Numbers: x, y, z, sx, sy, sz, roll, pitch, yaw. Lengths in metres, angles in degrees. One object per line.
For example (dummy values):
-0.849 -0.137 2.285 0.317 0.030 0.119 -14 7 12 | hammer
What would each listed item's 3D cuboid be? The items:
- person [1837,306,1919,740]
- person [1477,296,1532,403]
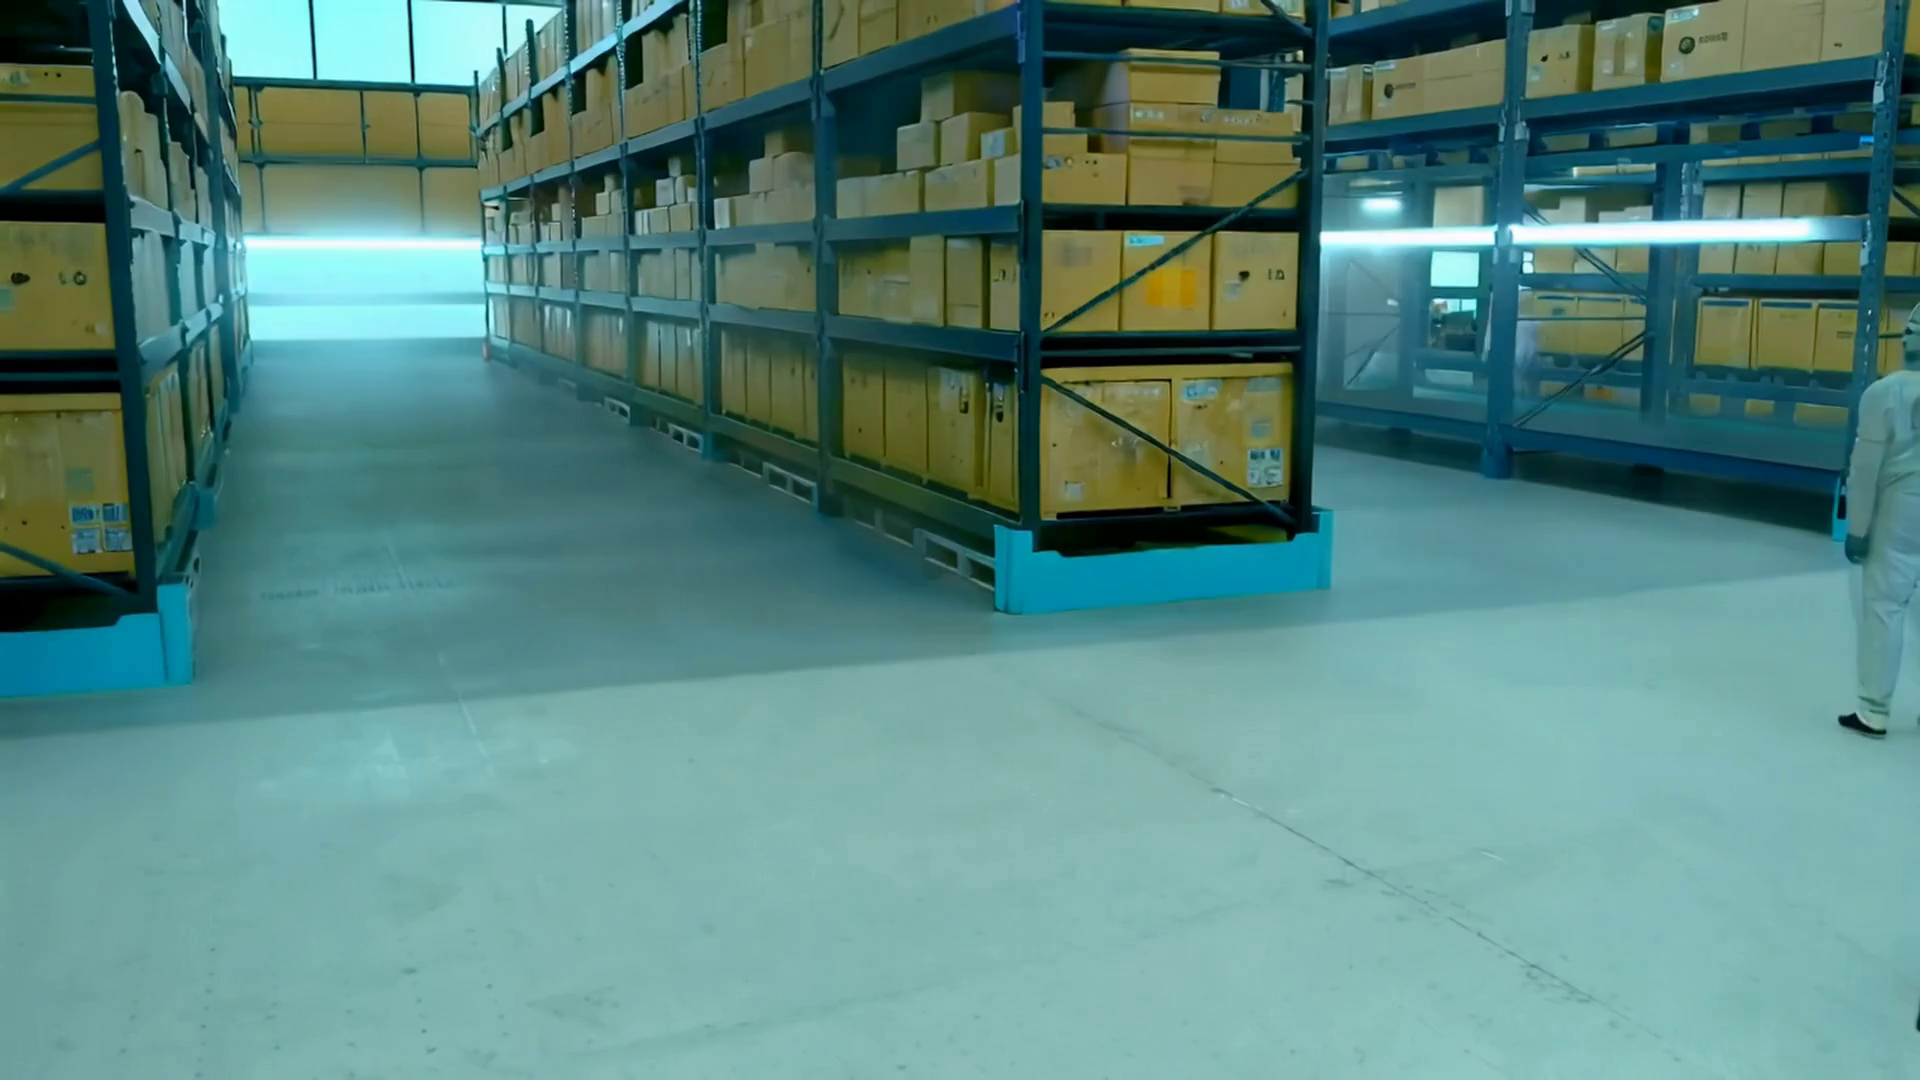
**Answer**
4.167 -0.070 7.234 0.646 1.898 0.397 0 9 2 | person
6.889 -2.354 21.188 0.616 1.792 0.859 -3 10 -18 | person
